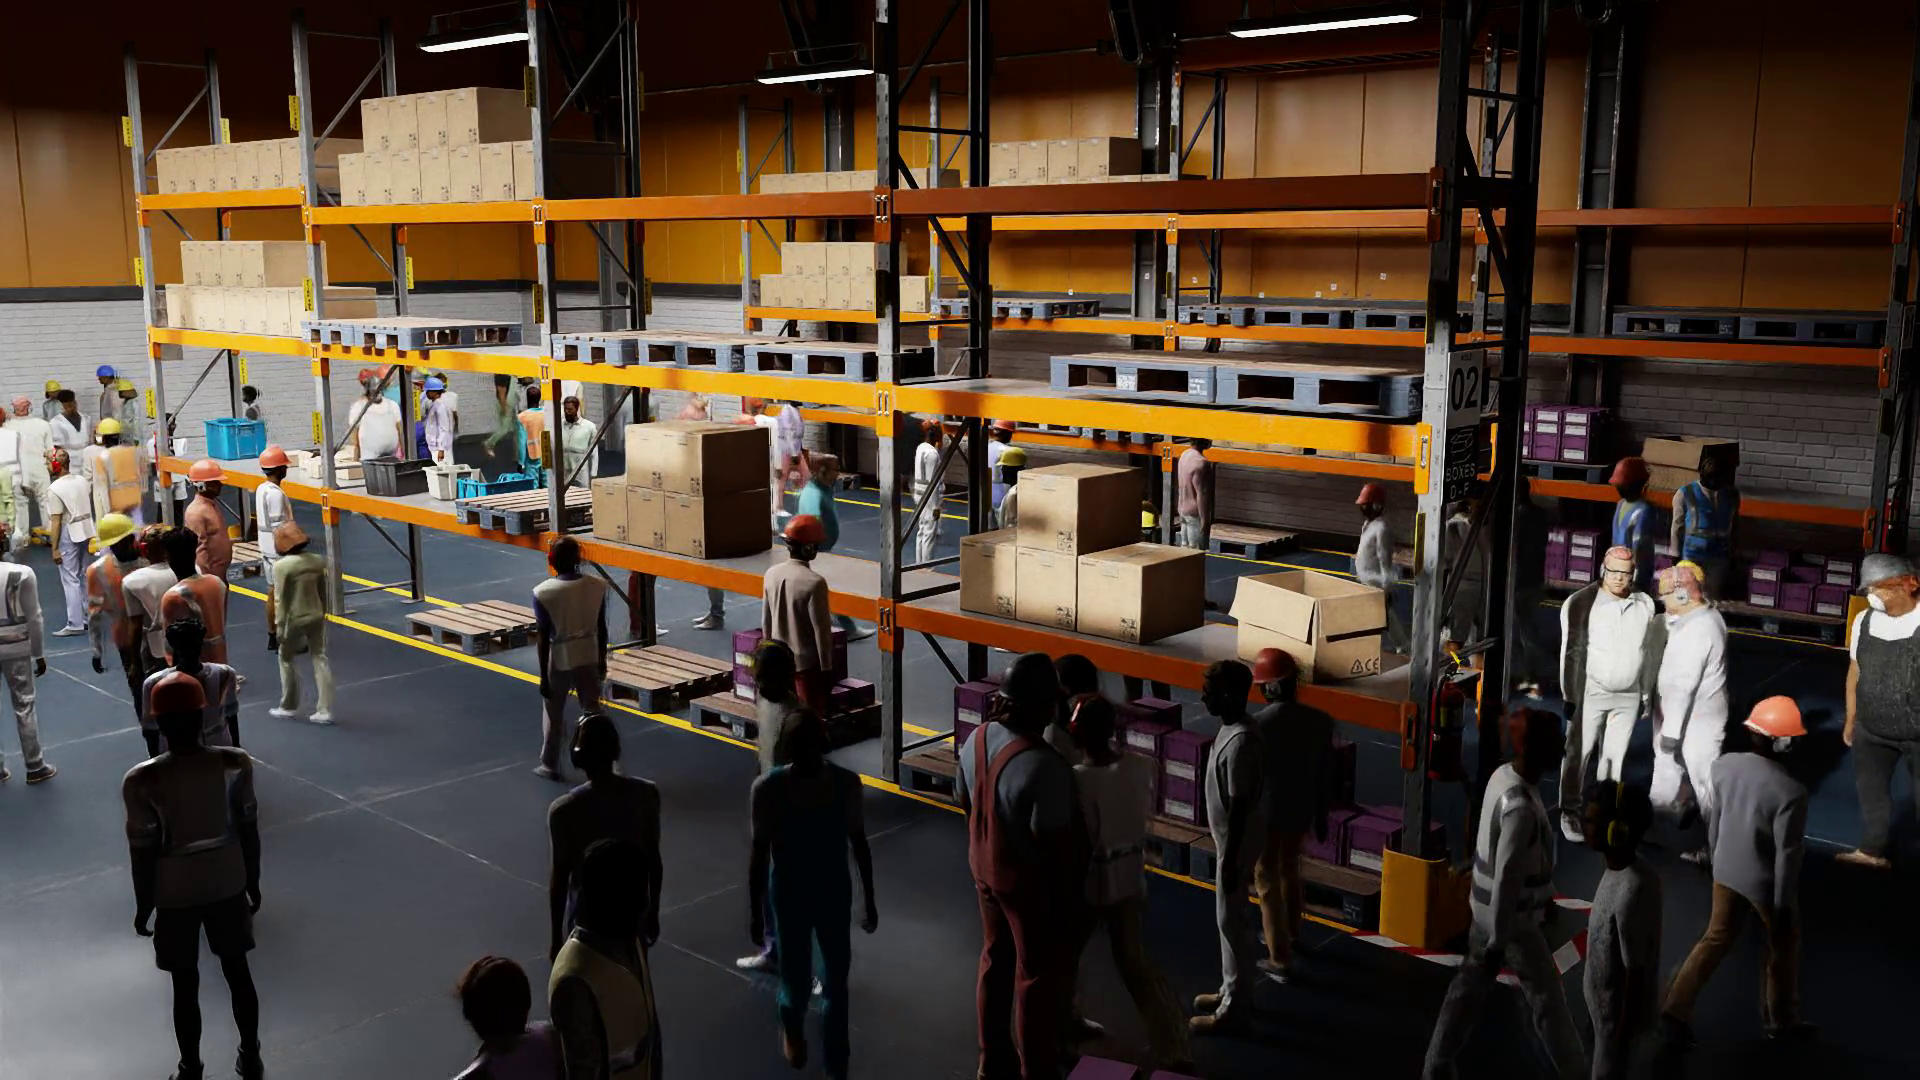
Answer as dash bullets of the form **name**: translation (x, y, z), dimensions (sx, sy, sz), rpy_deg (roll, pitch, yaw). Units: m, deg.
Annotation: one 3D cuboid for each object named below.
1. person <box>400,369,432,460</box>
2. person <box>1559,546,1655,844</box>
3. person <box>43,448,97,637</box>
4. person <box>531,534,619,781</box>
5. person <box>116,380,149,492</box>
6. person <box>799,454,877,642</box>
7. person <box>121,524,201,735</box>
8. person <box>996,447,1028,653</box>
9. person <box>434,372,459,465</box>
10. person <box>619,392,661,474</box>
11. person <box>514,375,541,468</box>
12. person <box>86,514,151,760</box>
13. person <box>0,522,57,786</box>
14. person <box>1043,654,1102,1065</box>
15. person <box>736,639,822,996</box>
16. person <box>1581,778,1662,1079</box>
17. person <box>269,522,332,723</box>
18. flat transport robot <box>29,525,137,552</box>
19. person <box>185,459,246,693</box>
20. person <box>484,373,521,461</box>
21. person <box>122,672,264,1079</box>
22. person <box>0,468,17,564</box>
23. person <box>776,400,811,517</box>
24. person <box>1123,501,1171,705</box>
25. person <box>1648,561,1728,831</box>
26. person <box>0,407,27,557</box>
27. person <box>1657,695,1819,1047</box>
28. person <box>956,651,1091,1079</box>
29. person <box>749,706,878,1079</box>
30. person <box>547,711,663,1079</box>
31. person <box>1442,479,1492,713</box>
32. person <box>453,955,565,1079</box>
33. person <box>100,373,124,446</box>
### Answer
- **person**: translation (-7.771, -1.428, 23.763), dimensions (0.674, 2.000, 0.535), rpy_deg (5, 11, 28)
- **person**: translation (4.116, 0.977, 10.560), dimensions (0.641, 1.904, 0.401), rpy_deg (-2, 10, -11)
- **person**: translation (-8.619, 0.023, 16.147), dimensions (0.394, 1.836, 0.560), rpy_deg (0, 10, 2)
- **person**: translation (-2.661, 0.862, 11.531), dimensions (0.581, 1.803, 0.948), rpy_deg (-9, 13, -41)
- **person**: translation (-12.724, -1.585, 25.519), dimensions (0.485, 1.738, 0.320), rpy_deg (9, 13, 41)
- **person**: translation (-1.294, 0.106, 15.679), dimensions (0.997, 1.841, 0.690), rpy_deg (1, 10, 6)
- **person**: translation (-5.557, 0.806, 11.684), dimensions (0.389, 1.845, 0.564), rpy_deg (7, 12, 34)
- **person**: translation (0.515, 0.091, 15.496), dimensions (0.370, 1.928, 0.585), rpy_deg (2, 10, 14)
- **person**: translation (-8.092, -1.716, 26.003), dimensions (0.515, 1.839, 0.885), rpy_deg (-3, 10, -14)
- **person**: translation (-4.759, -1.525, 24.732), dimensions (0.660, 1.890, 0.640), rpy_deg (2, 10, 9)
- **person**: translation (-7.352, -2.068, 28.266), dimensions (0.487, 1.728, 0.322), rpy_deg (3, 10, 15)
- **person**: translation (-5.941, 0.726, 12.019), dimensions (0.627, 1.881, 0.626), rpy_deg (-4, 11, -24)
- **person**: translation (-6.701, 0.798, 11.629), dimensions (0.575, 1.882, 0.360), rpy_deg (-2, 10, -9)
- **person**: translation (0.469, 1.460, 7.783), dimensions (0.371, 1.916, 0.596), rpy_deg (3, 10, 17)
- **person**: translation (-0.880, 1.376, 8.511), dimensions (0.461, 1.832, 0.631), rpy_deg (-5, 11, -27)
- **person**: translation (2.392, 1.780, 6.130), dimensions (0.326, 1.869, 0.533), rpy_deg (4, 11, 22)
- **person**: translation (-5.269, 0.653, 13.198), dimensions (0.707, 1.598, 0.542), rpy_deg (5, 11, 27)
- **flat transport robot**: translation (-11.068, -0.050, 20.978), dimensions (1.431, 0.197, 0.652), rpy_deg (7, 12, 33)
- **person**: translation (-6.336, 0.307, 14.086), dimensions (0.375, 1.995, 0.611), rpy_deg (-3, 10, -14)
- **person**: translation (-7.956, -2.390, 29.204), dimensions (0.792, 2.000, 0.694), rpy_deg (4, 11, 20)
- **person**: translation (-3.374, 1.532, 7.350), dimensions (0.542, 1.928, 0.374), rpy_deg (-8, 13, -37)
- **person**: translation (-10.271, -0.197, 17.616), dimensions (0.533, 1.760, 0.342), rpy_deg (0, 10, -2)
- **person**: translation (-2.244, -1.247, 23.126), dimensions (0.892, 1.894, 0.588), rpy_deg (3, 10, 15)
- **person**: translation (1.347, 0.670, 12.217), dimensions (0.585, 1.930, 0.357), rpy_deg (-4, 11, -20)
- **person**: translation (4.735, 1.021, 10.833), dimensions (0.532, 1.763, 0.712), rpy_deg (-1, 10, -4)
- **person**: translation (-11.529, -0.691, 20.100), dimensions (0.553, 1.867, 0.618), rpy_deg (6, 11, 29)
- **person**: translation (3.694, 1.558, 7.797), dimensions (0.845, 1.718, 0.570), rpy_deg (-4, 11, -20)
- **person**: translation (0.326, 1.476, 7.345), dimensions (0.539, 2.000, 0.689), rpy_deg (-6, 12, -32)
- **person**: translation (-0.647, 1.587, 7.324), dimensions (0.598, 1.827, 0.491), rpy_deg (-4, 11, -20)
- **person**: translation (-1.504, 1.628, 7.075), dimensions (0.511, 1.836, 0.339), rpy_deg (-8, 13, -39)
- **person**: translation (4.086, 0.476, 13.238), dimensions (0.606, 1.957, 0.373), rpy_deg (0, 10, -2)
- **person**: translation (-1.364, 2.080, 5.091), dimensions (0.344, 1.632, 0.715), rpy_deg (3, 10, 16)
- **person**: translation (-13.496, -1.786, 26.569), dimensions (0.522, 1.768, 0.314), rpy_deg (6, 12, 32)
